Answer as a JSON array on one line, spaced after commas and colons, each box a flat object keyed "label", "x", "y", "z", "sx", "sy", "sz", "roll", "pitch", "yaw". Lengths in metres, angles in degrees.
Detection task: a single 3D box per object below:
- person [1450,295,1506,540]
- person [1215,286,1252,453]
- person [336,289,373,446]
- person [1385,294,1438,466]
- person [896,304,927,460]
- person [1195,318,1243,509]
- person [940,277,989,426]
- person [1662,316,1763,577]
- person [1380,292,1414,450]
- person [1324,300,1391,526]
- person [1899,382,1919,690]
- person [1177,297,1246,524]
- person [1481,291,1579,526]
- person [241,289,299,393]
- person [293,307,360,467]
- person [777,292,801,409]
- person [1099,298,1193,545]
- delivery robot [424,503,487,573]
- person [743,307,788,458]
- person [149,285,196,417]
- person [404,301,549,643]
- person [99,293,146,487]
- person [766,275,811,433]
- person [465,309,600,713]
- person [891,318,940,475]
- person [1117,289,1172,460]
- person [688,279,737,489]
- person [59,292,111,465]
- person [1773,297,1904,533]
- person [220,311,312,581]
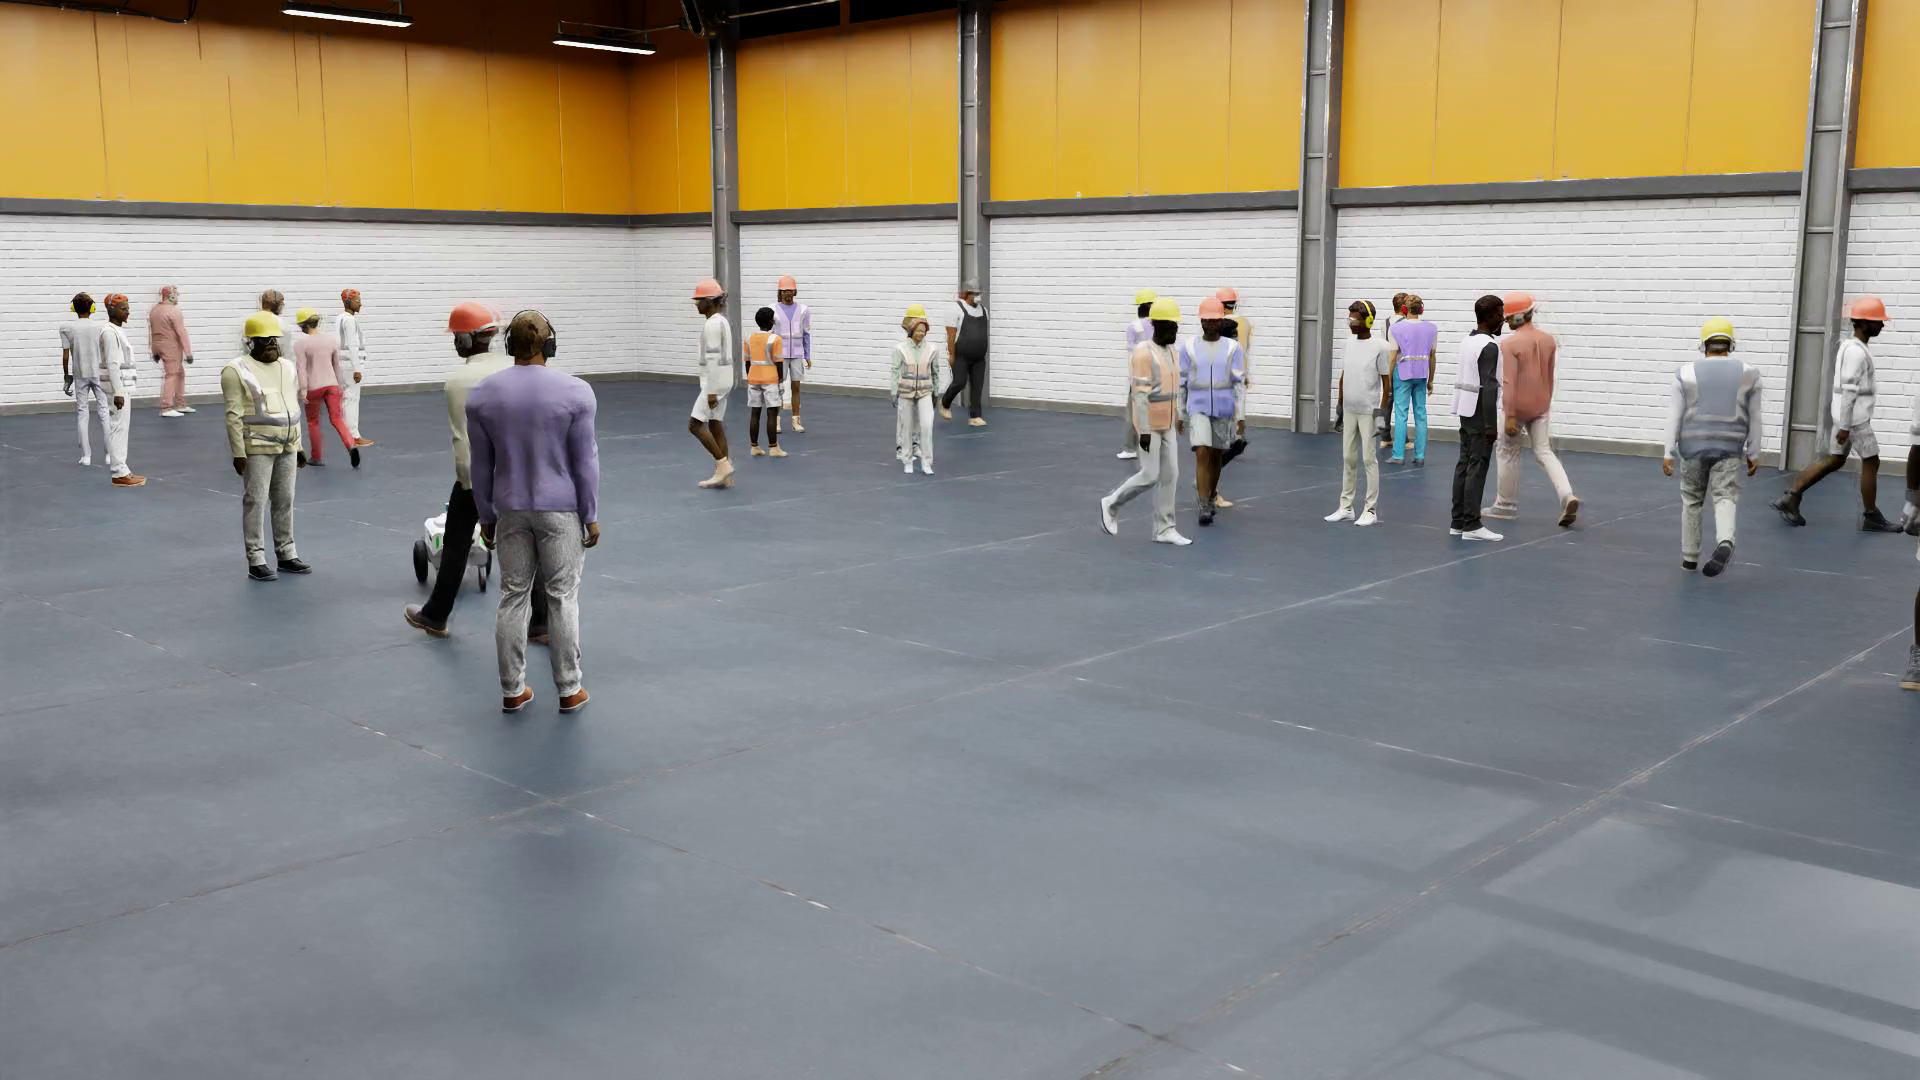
[{"label": "person", "x": 4.064, "y": -0.960, "z": 13.073, "sx": 0.373, "sy": 1.916, "sz": 0.596, "roll": 0, "pitch": 9, "yaw": -2}, {"label": "person", "x": 2.975, "y": -1.861, "z": 18.570, "sx": 0.558, "sy": 1.921, "sz": 0.413, "roll": -5, "pitch": 11, "yaw": -29}, {"label": "person", "x": -7.286, "y": -2.058, "z": 19.912, "sx": 0.339, "sy": 1.882, "sz": 0.581, "roll": -6, "pitch": 11, "yaw": -30}, {"label": "person", "x": 4.862, "y": -1.717, "z": 17.936, "sx": 0.569, "sy": 1.845, "sz": 0.385, "roll": -2, "pitch": 9, "yaw": -12}, {"label": "person", "x": -0.511, "y": -1.755, "z": 18.515, "sx": 0.339, "sy": 1.733, "sz": 0.480, "roll": 5, "pitch": 10, "yaw": 27}, {"label": "person", "x": 2.322, "y": -1.112, "z": 14.715, "sx": 0.361, "sy": 1.688, "sz": 0.537, "roll": 4, "pitch": 10, "yaw": 22}, {"label": "person", "x": 0.074, "y": -2.561, "z": 22.516, "sx": 0.692, "sy": 2.000, "sz": 0.747, "roll": -7, "pitch": 11, "yaw": -35}, {"label": "person", "x": 5.135, "y": -0.620, "z": 11.342, "sx": 0.613, "sy": 1.810, "sz": 0.727, "roll": 3, "pitch": 10, "yaw": 19}, {"label": "person", "x": 5.157, "y": -1.980, "z": 19.548, "sx": 0.343, "sy": 1.847, "sz": 0.506, "roll": -6, "pitch": 11, "yaw": -32}, {"label": "person", "x": 3.314, "y": -1.049, "z": 13.790, "sx": 0.328, "sy": 1.865, "sz": 0.517, "roll": -7, "pitch": 12, "yaw": -37}, {"label": "person", "x": 5.029, "y": -0.197, "z": 8.269, "sx": 0.612, "sy": 1.957, "sz": 0.361, "roll": 5, "pitch": 11, "yaw": 29}, {"label": "person", "x": 2.118, "y": -1.094, "z": 14.007, "sx": 0.561, "sy": 1.884, "sz": 0.980, "roll": 1, "pitch": 9, "yaw": 5}, {"label": "person", "x": 4.765, "y": -1.088, "z": 13.801, "sx": 0.621, "sy": 1.948, "sz": 0.955, "roll": -4, "pitch": 10, "yaw": -25}, {"label": "person", "x": -7.410, "y": -1.729, "z": 17.825, "sx": 0.642, "sy": 1.910, "sz": 0.482, "roll": 4, "pitch": 10, "yaw": 24}, {"label": "person", "x": -6.768, "y": -1.617, "z": 17.684, "sx": 0.790, "sy": 1.723, "sz": 0.545, "roll": 8, "pitch": 12, "yaw": 39}, {"label": "person", "x": -2.655, "y": -2.898, "z": 25.198, "sx": 0.429, "sy": 1.839, "sz": 0.633, "roll": -7, "pitch": 12, "yaw": -38}, {"label": "person", "x": 1.449, "y": -0.910, "z": 12.812, "sx": 0.676, "sy": 1.906, "sz": 0.596, "roll": 7, "pitch": 12, "yaw": 38}, {"label": "delivery robot", "x": -3.378, "y": -0.009, "z": 11.125, "sx": 0.477, "sy": 0.478, "sz": 0.707, "roll": -4, "pitch": 10, "yaw": -22}, {"label": "person", "x": -2.188, "y": -1.763, "z": 18.670, "sx": 0.537, "sy": 1.695, "sz": 0.320, "roll": 6, "pitch": 11, "yaw": 31}, {"label": "person", "x": -11.273, "y": -2.720, "z": 23.980, "sx": 0.672, "sy": 1.880, "sz": 0.755, "roll": 7, "pitch": 11, "yaw": 35}, {"label": "person", "x": -2.715, "y": -0.378, "z": 9.455, "sx": 1.039, "sy": 1.941, "sz": 0.617, "roll": 5, "pitch": 11, "yaw": 30}, {"label": "person", "x": -8.203, "y": -1.459, "z": 16.239, "sx": 0.338, "sy": 1.881, "sz": 0.583, "roll": -4, "pitch": 10, "yaw": -21}, {"label": "person", "x": -2.210, "y": -2.390, "z": 21.456, "sx": 0.613, "sy": 2.041, "sz": 0.393, "roll": -3, "pitch": 10, "yaw": -20}, {"label": "person", "x": -2.021, "y": -0.124, "z": 7.933, "sx": 0.623, "sy": 1.932, "sz": 0.368, "roll": 1, "pitch": 9, "yaw": 6}, {"label": "person", "x": -0.449, "y": -1.457, "z": 17.051, "sx": 0.528, "sy": 1.609, "sz": 0.733, "roll": -2, "pitch": 9, "yaw": -9}, {"label": "person", "x": 2.034, "y": -1.795, "z": 18.260, "sx": 0.613, "sy": 1.899, "sz": 0.771, "roll": -4, "pitch": 10, "yaw": -22}, {"label": "person", "x": -2.385, "y": -1.475, "z": 15.902, "sx": 0.431, "sy": 2.023, "sz": 0.632, "roll": 0, "pitch": 9, "yaw": 1}, {"label": "person", "x": -9.425, "y": -1.735, "z": 18.003, "sx": 0.515, "sy": 1.862, "sz": 0.329, "roll": -4, "pitch": 10, "yaw": -24}, {"label": "person", "x": 7.158, "y": -1.016, "z": 13.475, "sx": 0.921, "sy": 1.910, "sz": 0.549, "roll": 4, "pitch": 10, "yaw": 22}, {"label": "person", "x": -4.734, "y": -0.646, "z": 11.405, "sx": 0.404, "sy": 1.831, "sz": 0.600, "roll": 4, "pitch": 10, "yaw": 25}]
